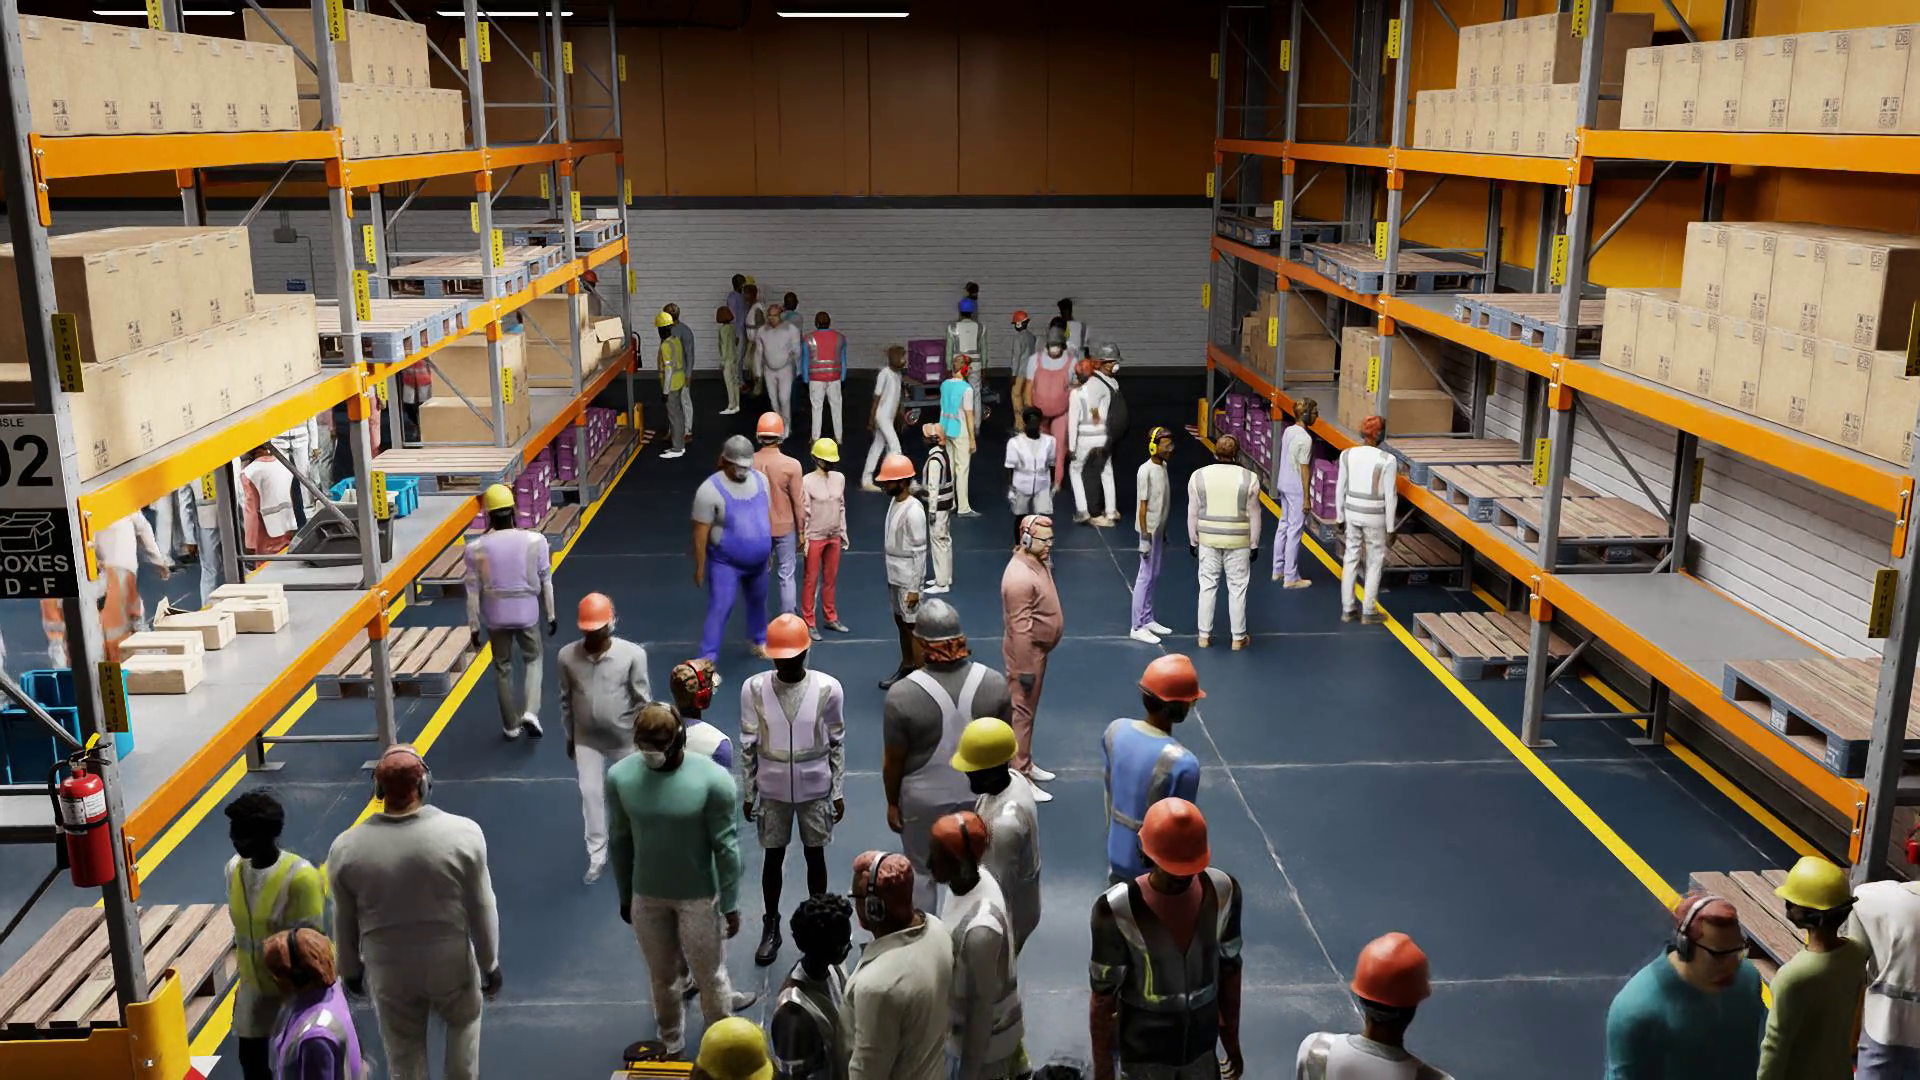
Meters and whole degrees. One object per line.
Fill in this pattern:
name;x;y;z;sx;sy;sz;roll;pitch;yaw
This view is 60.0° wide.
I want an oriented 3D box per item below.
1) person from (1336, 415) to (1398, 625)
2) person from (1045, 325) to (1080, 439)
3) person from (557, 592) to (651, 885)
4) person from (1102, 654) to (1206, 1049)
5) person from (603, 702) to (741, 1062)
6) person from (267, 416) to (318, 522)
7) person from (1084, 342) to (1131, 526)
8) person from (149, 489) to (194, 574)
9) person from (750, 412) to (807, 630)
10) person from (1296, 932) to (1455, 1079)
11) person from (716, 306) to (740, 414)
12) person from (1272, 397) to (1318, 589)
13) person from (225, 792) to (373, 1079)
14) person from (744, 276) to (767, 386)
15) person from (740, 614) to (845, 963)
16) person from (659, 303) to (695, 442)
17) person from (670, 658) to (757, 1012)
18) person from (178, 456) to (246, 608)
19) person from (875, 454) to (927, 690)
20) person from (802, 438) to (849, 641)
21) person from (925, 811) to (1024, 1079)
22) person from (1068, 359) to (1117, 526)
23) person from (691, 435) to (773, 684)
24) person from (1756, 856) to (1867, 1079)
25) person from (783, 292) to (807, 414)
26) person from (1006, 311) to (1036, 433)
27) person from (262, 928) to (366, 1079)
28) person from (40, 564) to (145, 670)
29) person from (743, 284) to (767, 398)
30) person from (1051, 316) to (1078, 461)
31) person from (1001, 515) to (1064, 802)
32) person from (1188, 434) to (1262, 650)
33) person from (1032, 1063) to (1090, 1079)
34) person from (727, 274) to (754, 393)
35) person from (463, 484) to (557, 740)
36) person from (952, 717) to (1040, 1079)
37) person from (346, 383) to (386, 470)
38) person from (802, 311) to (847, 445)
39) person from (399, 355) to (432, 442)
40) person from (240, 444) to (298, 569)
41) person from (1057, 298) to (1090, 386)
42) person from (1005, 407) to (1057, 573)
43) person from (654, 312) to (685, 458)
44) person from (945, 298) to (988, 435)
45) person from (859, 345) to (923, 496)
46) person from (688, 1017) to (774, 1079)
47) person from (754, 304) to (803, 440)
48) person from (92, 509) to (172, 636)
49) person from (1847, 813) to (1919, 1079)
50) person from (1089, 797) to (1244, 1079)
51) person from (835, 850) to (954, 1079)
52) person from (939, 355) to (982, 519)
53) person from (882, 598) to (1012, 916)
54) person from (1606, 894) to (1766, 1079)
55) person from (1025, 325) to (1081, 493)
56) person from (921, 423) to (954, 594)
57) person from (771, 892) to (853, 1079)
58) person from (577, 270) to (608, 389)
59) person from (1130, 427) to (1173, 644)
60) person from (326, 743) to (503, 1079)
person;3.601;-0.178;14.733;0.351;1.881;0.593;-14;20;-43
person;1.393;-2.094;22.583;0.529;1.705;0.957;-2;14;-8
person;-2.101;1.118;9.958;0.569;1.727;0.737;1;14;3
person;0.914;1.509;7.822;0.426;2.033;0.620;-10;17;-34
person;-1.304;1.628;7.603;0.634;1.919;0.422;3;15;10
person;-7.287;-1.032;18.097;0.577;1.880;0.352;-7;16;-24
person;1.620;-1.183;18.363;0.535;2.000;0.682;5;15;20
person;-7.854;-0.580;16.442;0.420;1.819;0.602;1;14;3
person;-1.592;-0.106;14.222;0.612;1.997;0.375;4;15;16
person;1.334;2.180;5.386;0.544;1.930;0.388;10;17;34
person;-3.527;-2.723;25.222;0.283;1.631;0.503;3;15;13
person;3.223;-0.453;15.916;0.352;1.837;0.502;-3;15;-12
person;-2.905;1.850;7.223;0.529;1.665;0.788;4;15;16
person;-3.483;-3.500;27.882;0.404;1.829;0.592;9;17;31
person;-0.879;1.314;8.768;0.551;1.935;0.372;-1;14;-2
person;-3.921;-2.312;23.005;0.629;1.937;0.378;12;18;39
person;-1.320;1.487;8.269;0.567;1.846;0.389;10;17;33
person;-6.430;-0.095;14.367;0.401;1.908;0.598;9;17;31
person;-0.455;0.285;12.809;0.377;1.932;0.551;-5;15;-20
person;-1.171;-0.019;14.355;0.320;1.763;0.522;13;19;42
person;0.070;1.920;6.521;0.403;1.882;0.739;0;14;-2
person;1.468;-1.065;18.269;0.644;1.857;0.453;-5;15;-19
person;-1.824;0.083;13.394;0.804;2.000;0.551;-13;19;-41
person;3.172;2.034;6.296;0.525;1.761;0.340;-9;17;-32
person;-2.578;-2.845;25.306;0.505;1.839;0.339;10;17;34
person;0.872;-2.401;23.753;0.354;1.735;0.581;7;16;27
person;-2.299;2.163;6.051;0.313;1.631;0.524;-5;15;-21
person;-5.612;0.798;10.911;0.496;1.877;0.672;13;19;41
person;-3.245;-3.182;26.640;0.454;1.827;0.556;-6;16;-24
person;1.343;-1.963;21.739;0.494;1.929;0.624;-7;16;-25
person;0.482;0.762;11.006;0.401;1.904;0.640;2;14;9
person;2.233;0.017;14.049;0.622;1.844;0.429;5;15;18
person;0.332;2.359;5.239;0.540;1.655;0.886;3;15;11
person;-3.599;-3.374;27.166;0.372;1.940;0.629;2;14;6
person;-3.201;0.535;11.872;0.623;1.908;0.517;-4;15;-16
person;0.161;1.675;7.415;0.391;1.904;0.617;0;14;1
person;-7.565;-1.869;21.173;0.617;1.986;0.408;4;15;14
person;-1.862;-2.218;22.853;0.624;1.835;0.431;-4;15;-16
person;-7.432;-2.132;22.790;0.569;1.678;0.359;-2;14;-6
person;-5.865;-0.047;14.174;0.405;1.909;0.597;3;15;12
person;1.630;-2.560;24.159;0.626;1.866;1.181;-4;15;-16
person;0.715;-0.493;16.421;0.551;1.645;0.895;-2;14;-10
person;-3.835;-2.041;21.963;0.383;1.924;0.589;1;14;5
person;0.093;-2.436;23.462;0.609;1.950;0.379;-3;15;-10
person;-0.773;-1.410;19.752;1.016;1.785;0.528;5;15;18
person;-0.705;2.303;5.287;0.321;1.737;0.485;13;19;42
person;-2.569;-2.336;23.194;0.673;1.885;0.621;5;15;18
person;-6.559;0.251;13.042;1.047;1.876;0.636;2;14;6
person;3.718;1.946;6.489;0.563;1.836;0.384;7;16;26
person;0.789;1.907;6.273;0.615;2.028;0.409;-5;15;-18
person;-0.255;2.028;6.057;0.400;1.896;0.653;5;15;18
person;-0.028;-1.159;18.671;0.395;1.840;0.564;-9;17;-33
person;-0.094;1.280;8.694;0.686;2.000;0.538;-5;15;-18
person;2.499;2.087;5.828;0.667;1.886;0.497;-6;16;-23
person;1.141;-1.659;20.231;0.677;2.000;1.003;4;15;14
person;-0.216;-0.305;15.741;0.315;1.630;0.516;2;14;7
person;-0.538;2.097;6.186;0.320;1.694;0.535;4;15;14
person;-6.075;-3.436;27.325;0.407;1.986;0.613;9;17;31
person;1.668;-0.059;14.293;0.313;1.869;0.528;7;16;25
person;-2.298;1.766;7.077;0.678;1.889;0.465;-3;15;-12
